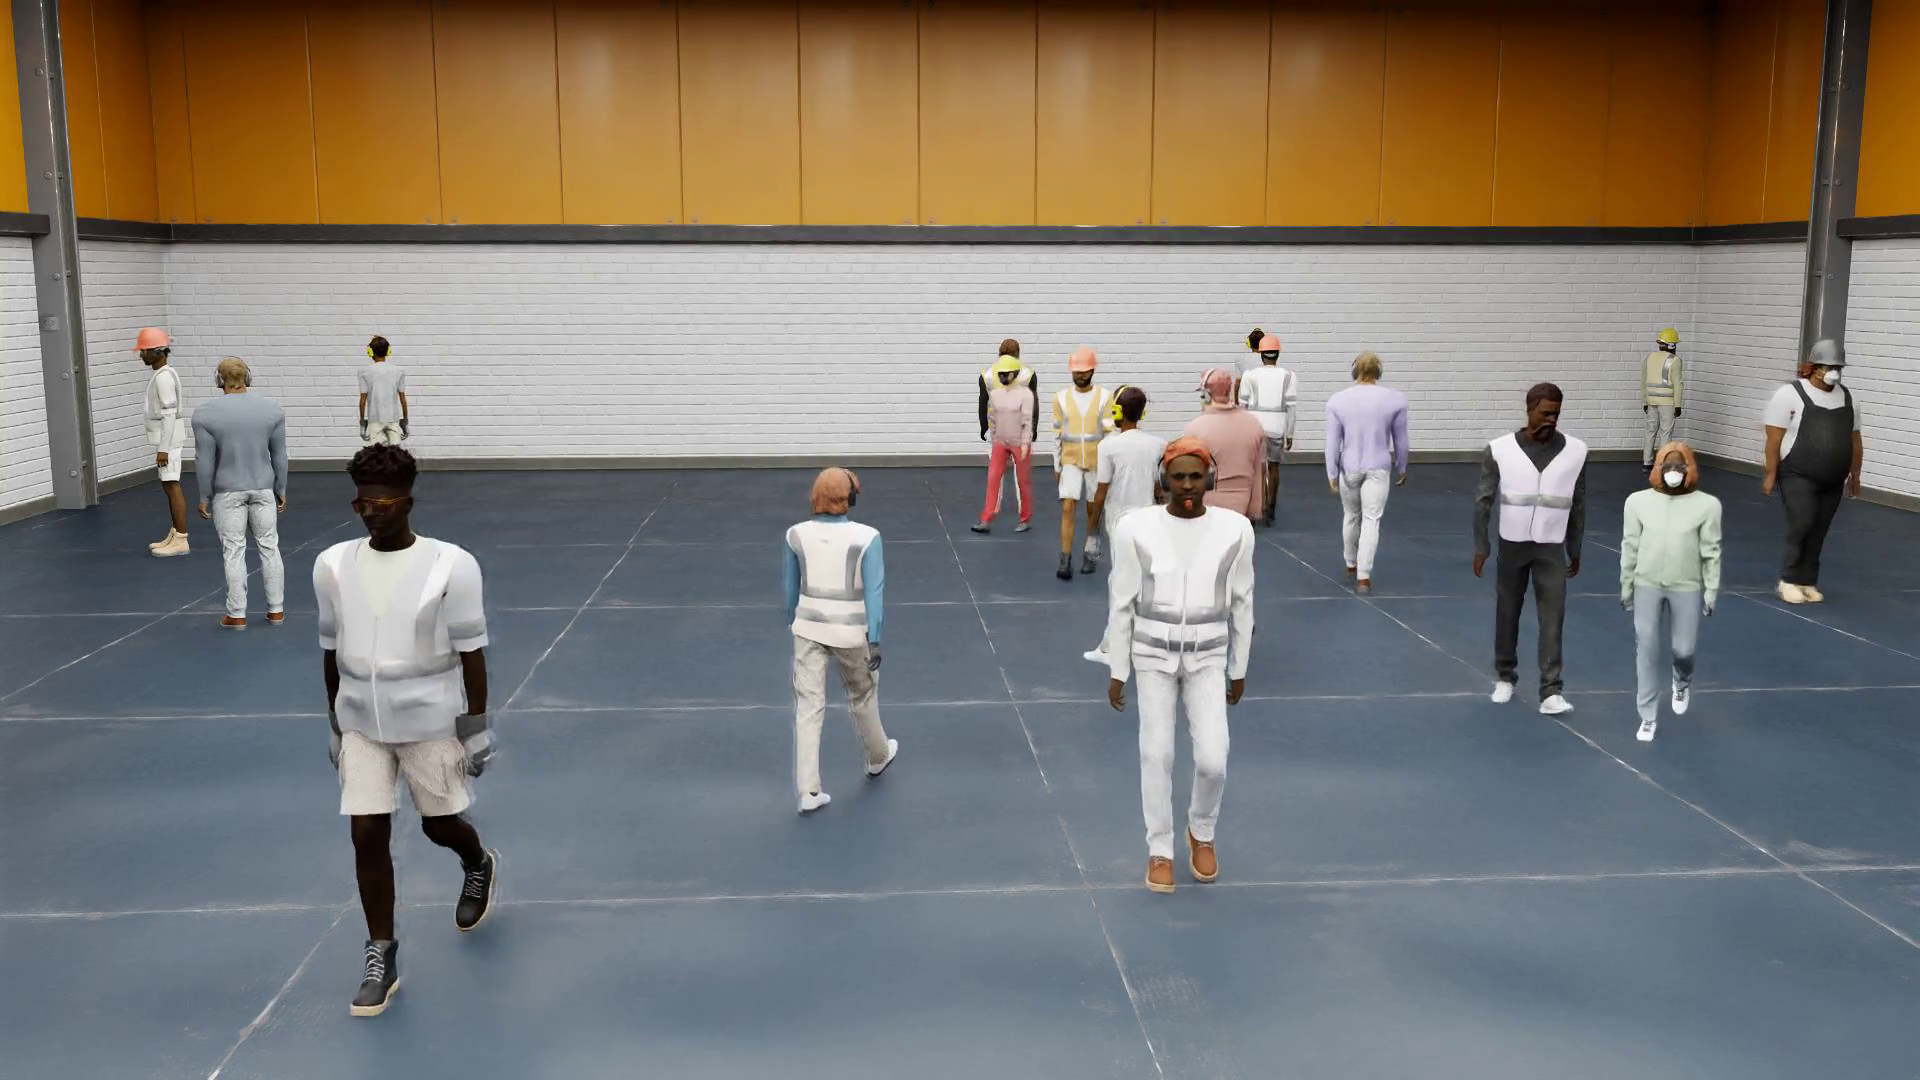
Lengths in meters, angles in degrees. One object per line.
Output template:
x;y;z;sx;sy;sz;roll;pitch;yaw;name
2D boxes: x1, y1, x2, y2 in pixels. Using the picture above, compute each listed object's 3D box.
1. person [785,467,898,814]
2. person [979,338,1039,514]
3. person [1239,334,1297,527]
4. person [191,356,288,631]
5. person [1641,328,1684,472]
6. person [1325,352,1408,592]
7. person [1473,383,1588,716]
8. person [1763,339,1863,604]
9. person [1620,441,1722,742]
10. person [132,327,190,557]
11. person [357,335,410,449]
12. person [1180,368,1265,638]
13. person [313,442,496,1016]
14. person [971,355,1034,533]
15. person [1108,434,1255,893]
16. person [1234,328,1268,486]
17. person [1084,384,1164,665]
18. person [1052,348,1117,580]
-0.573;0.446;7.944;0.535;1.583;0.857;3;9;17;person
0.514;-1.187;17.439;0.633;1.841;0.429;1;9;6;person
3.077;-1.116;16.780;0.547;1.902;0.840;0;9;1;person
-5.066;-0.327;11.751;0.627;1.934;0.372;-7;12;-38;person
8.887;-1.751;21.006;0.404;1.830;0.602;-4;10;-23;person
3.264;-0.559;13.378;0.639;1.886;1.033;3;10;19;person
3.266;0.058;9.493;0.635;1.890;0.797;1;9;8;person
6.507;-0.517;12.604;0.712;2.000;0.579;-1;9;-7;person
3.852;0.261;9.033;0.499;1.624;0.533;5;10;29;person
-7.117;-0.874;14.845;0.374;2.043;0.608;-5;10;-27;person
-6.118;-1.237;17.692;0.509;1.864;0.331;-5;11;-31;person
1.674;-0.174;10.898;0.674;1.893;0.442;-5;10;-30;person
-1.941;0.604;5.890;0.610;1.942;0.841;1;9;5;person
0.440;-0.898;15.981;0.527;1.733;0.845;5;10;30;person
0.888;0.513;6.705;0.583;1.868;0.421;1;9;5;person
3.501;-1.566;19.705;0.531;1.876;0.318;4;10;25;person
1.084;-0.052;10.357;0.518;1.832;0.919;-7;11;-37;person
1.011;-0.613;13.668;0.548;1.899;0.923;1;9;8;person
